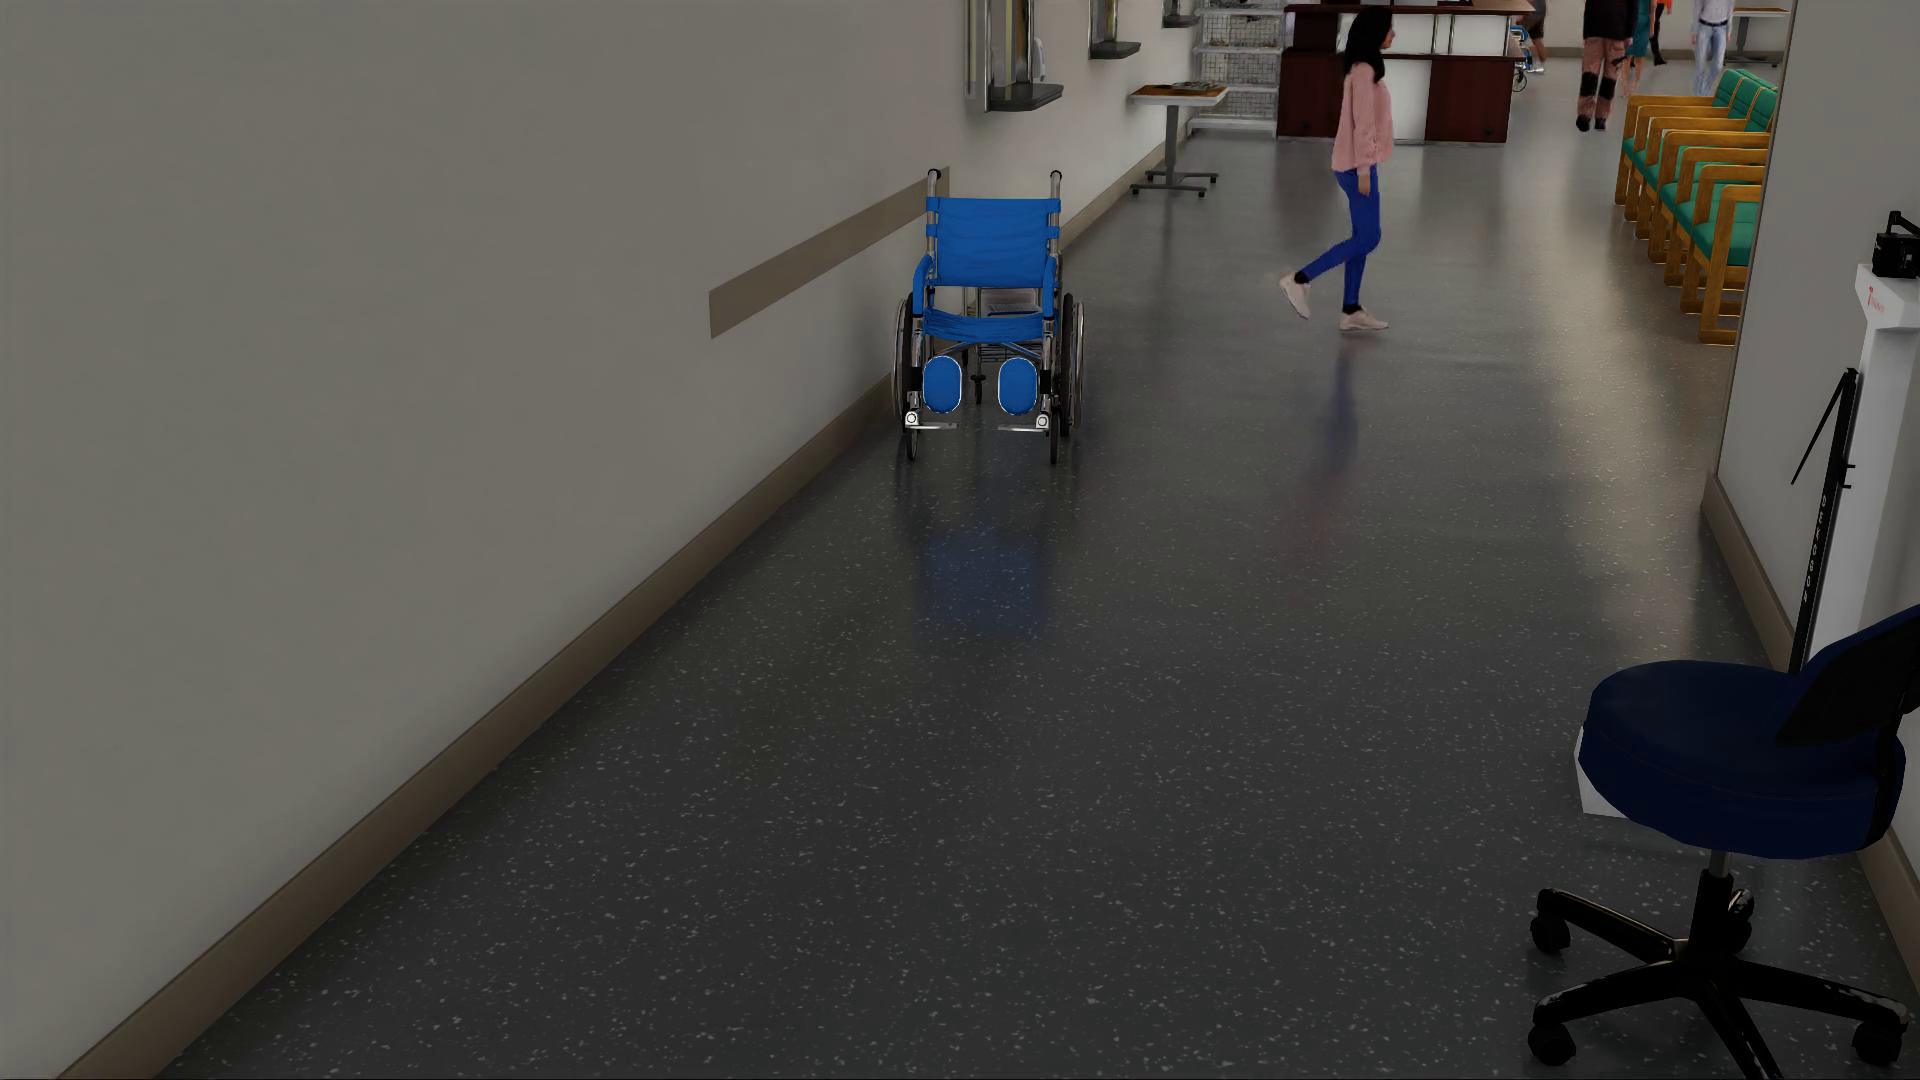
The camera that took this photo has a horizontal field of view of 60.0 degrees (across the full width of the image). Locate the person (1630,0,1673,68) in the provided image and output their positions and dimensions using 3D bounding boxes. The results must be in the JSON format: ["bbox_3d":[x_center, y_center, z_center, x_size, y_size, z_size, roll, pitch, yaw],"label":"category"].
[{"bbox_3d":[10.167,-7.818,24.532,1.192,1.702,1.047,-8,22,-21],"label":"person"}]

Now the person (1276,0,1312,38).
[{"bbox_3d":[6.019,-9.966,29.916,1.154,1.906,1.092,-12,24,-29],"label":"person"}]

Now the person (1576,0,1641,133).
[{"bbox_3d":[6.810,-5.237,17.462,1.142,1.885,0.867,8,22,21],"label":"person"}]

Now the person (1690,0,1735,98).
[{"bbox_3d":[8.555,-5.768,19.004,0.562,1.785,0.680,4,21,10],"label":"person"}]

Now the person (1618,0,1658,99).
[{"bbox_3d":[8.439,-6.337,20.699,1.011,1.649,0.781,10,23,25],"label":"person"}]

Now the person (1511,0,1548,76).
[{"bbox_3d":[8.253,-7.504,23.819,0.921,1.789,0.727,12,24,28],"label":"person"}]

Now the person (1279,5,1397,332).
[{"bbox_3d":[2.090,-2.000,9.093,0.826,1.757,0.645,6,21,14],"label":"person"}]
